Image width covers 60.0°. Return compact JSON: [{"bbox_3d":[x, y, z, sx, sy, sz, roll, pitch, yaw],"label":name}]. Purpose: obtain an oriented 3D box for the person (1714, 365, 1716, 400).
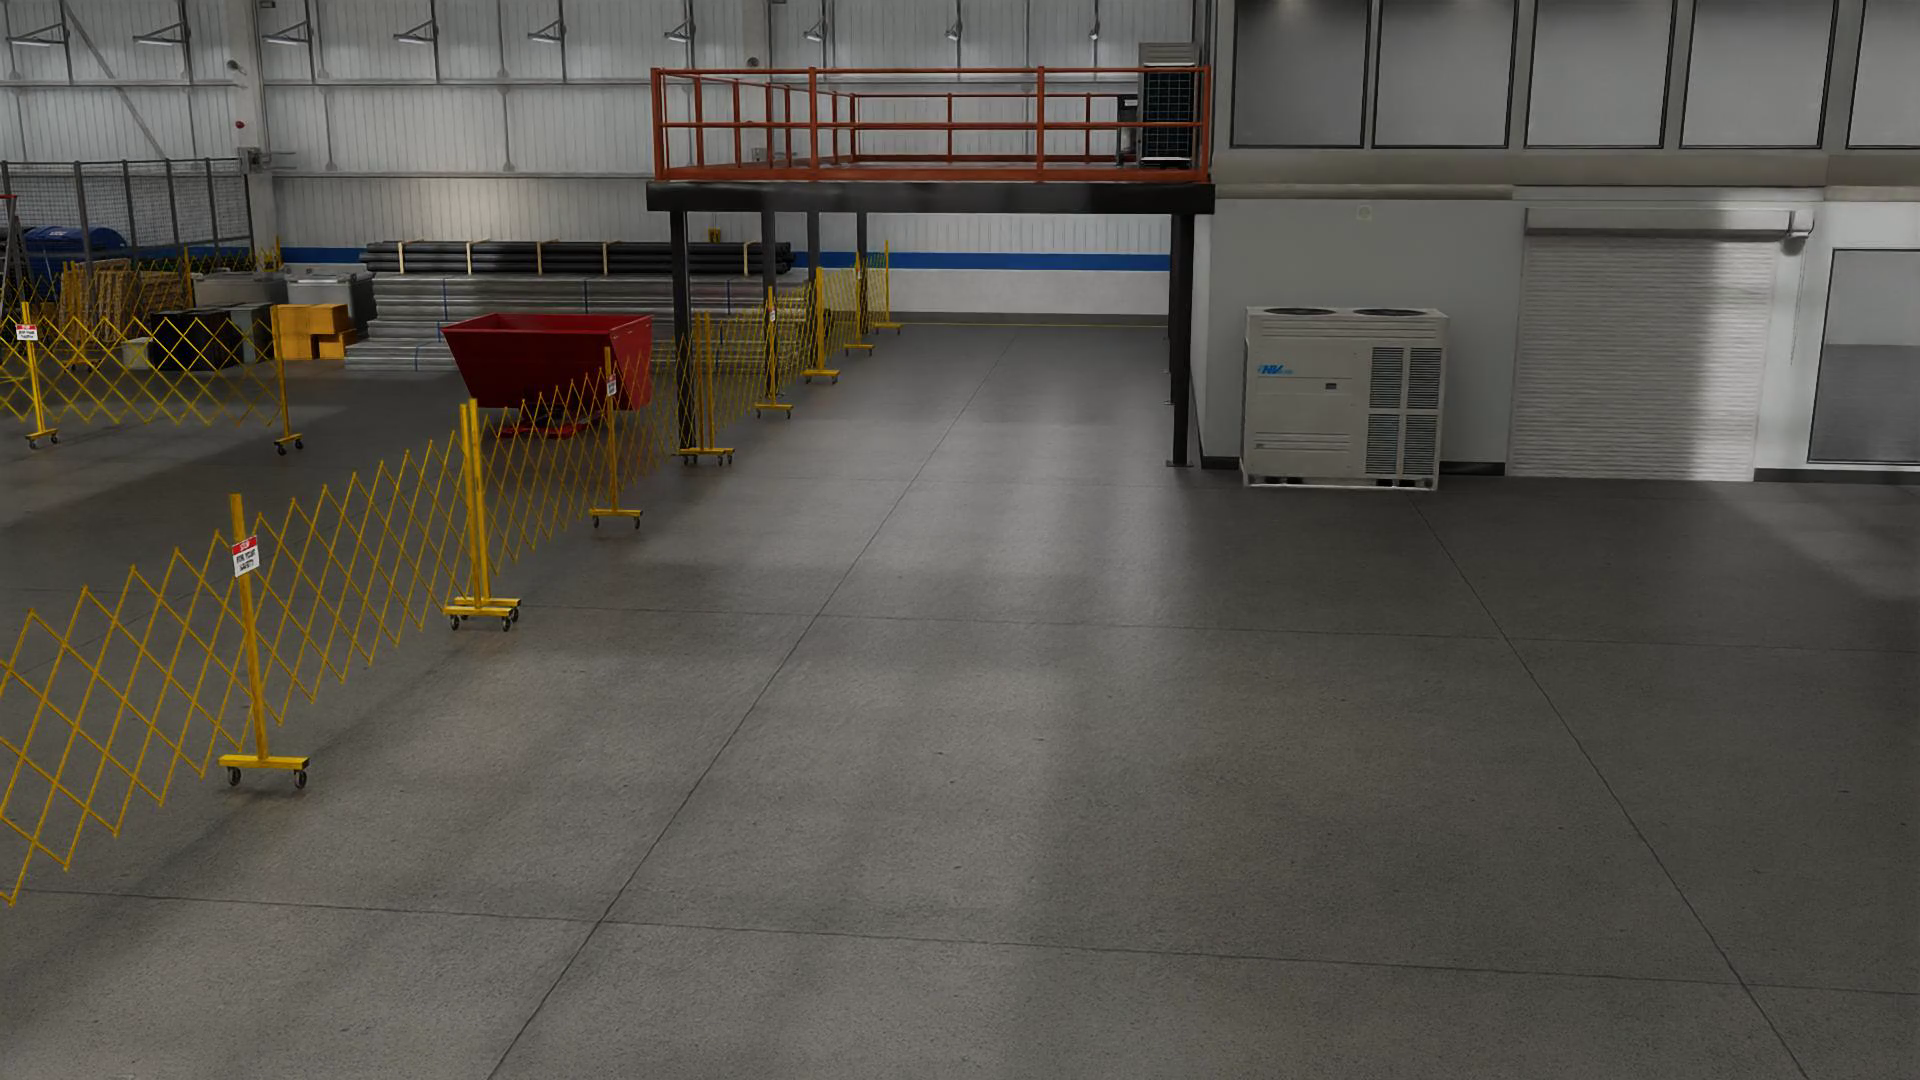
[{"bbox_3d":[8.103,-1.647,18.156,0.568,1.619,0.364,5,15,20],"label":"person"}]
